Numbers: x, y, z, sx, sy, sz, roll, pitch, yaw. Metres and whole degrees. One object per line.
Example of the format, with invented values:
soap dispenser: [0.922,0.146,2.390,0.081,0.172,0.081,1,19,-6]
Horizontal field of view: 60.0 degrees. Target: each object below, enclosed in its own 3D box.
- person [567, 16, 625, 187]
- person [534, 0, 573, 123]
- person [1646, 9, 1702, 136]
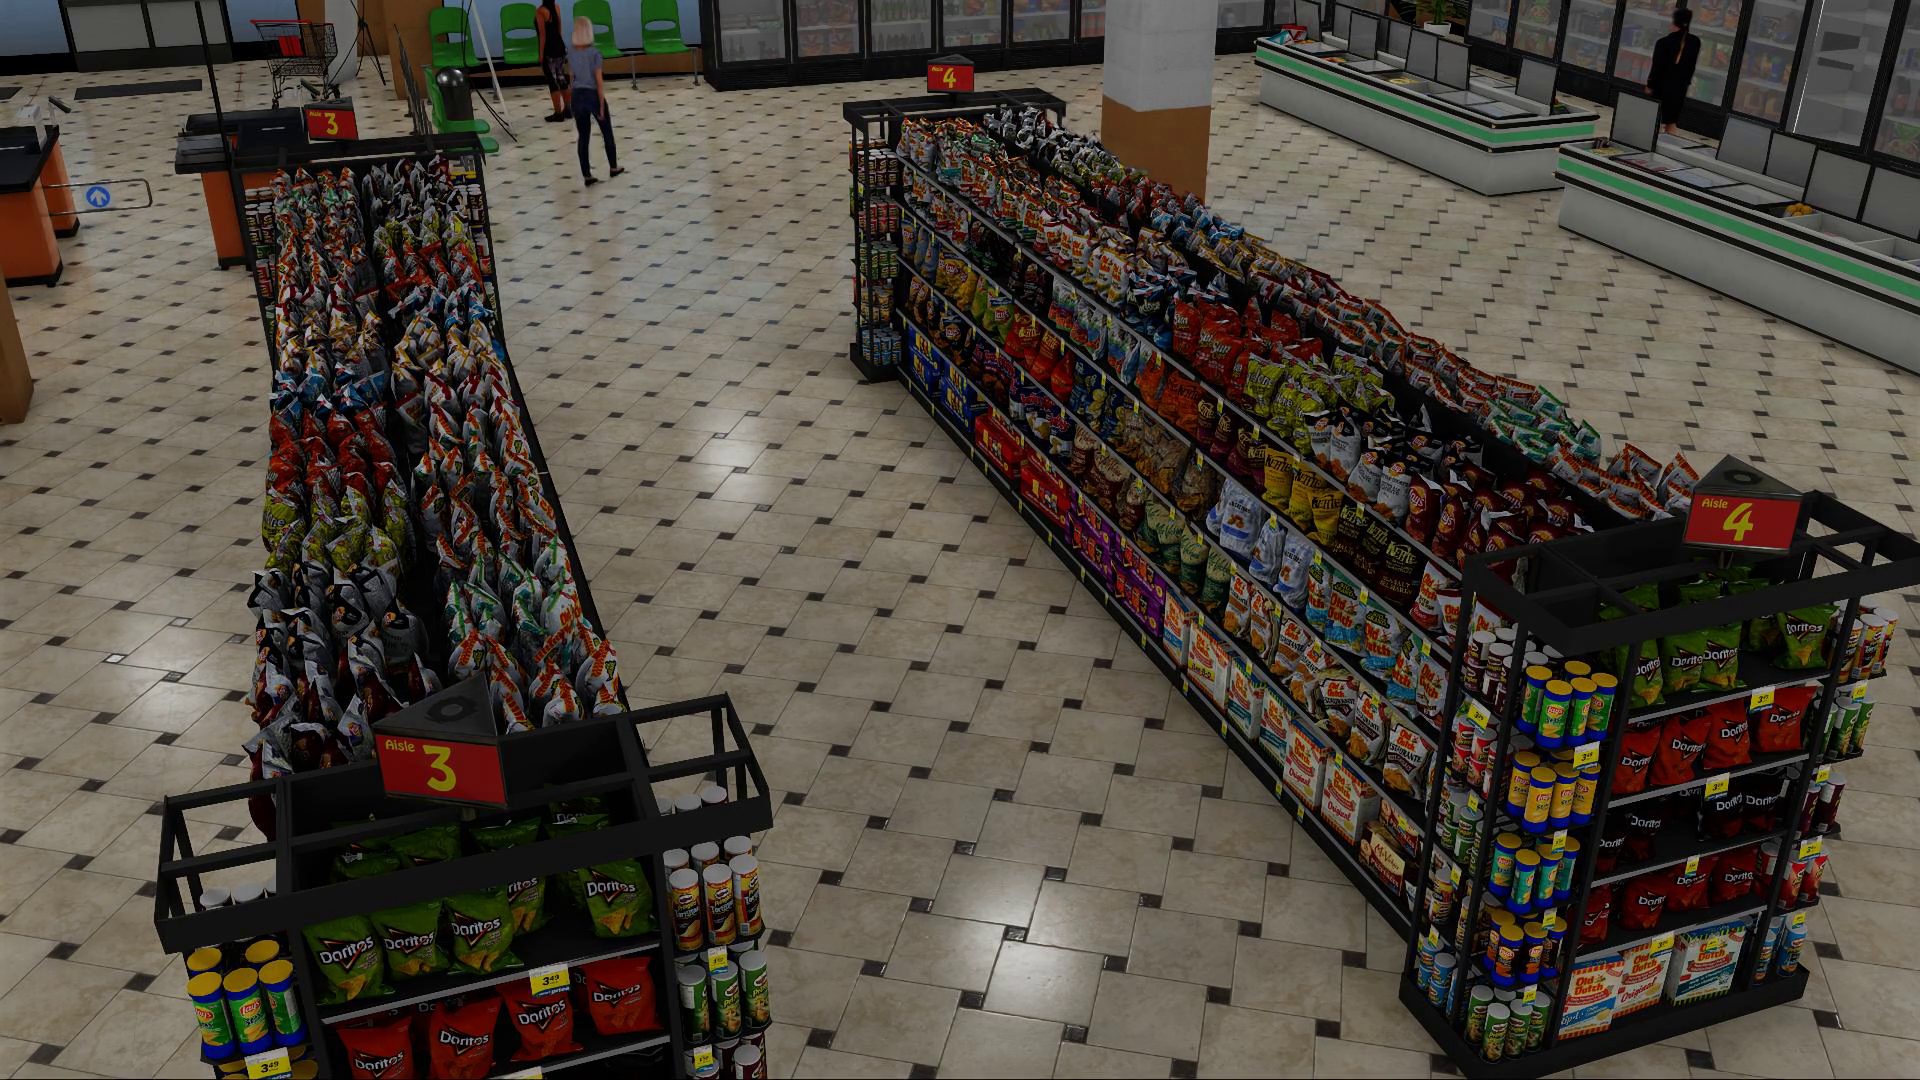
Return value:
person: [-3.908,-4.536,17.320,0.852,1.697,0.975,6,28,12]
person: [-4.922,-5.908,20.064,0.713,1.663,0.649,11,29,21]
person: [7.709,-4.908,18.085,0.715,1.670,0.656,-6,27,-11]
